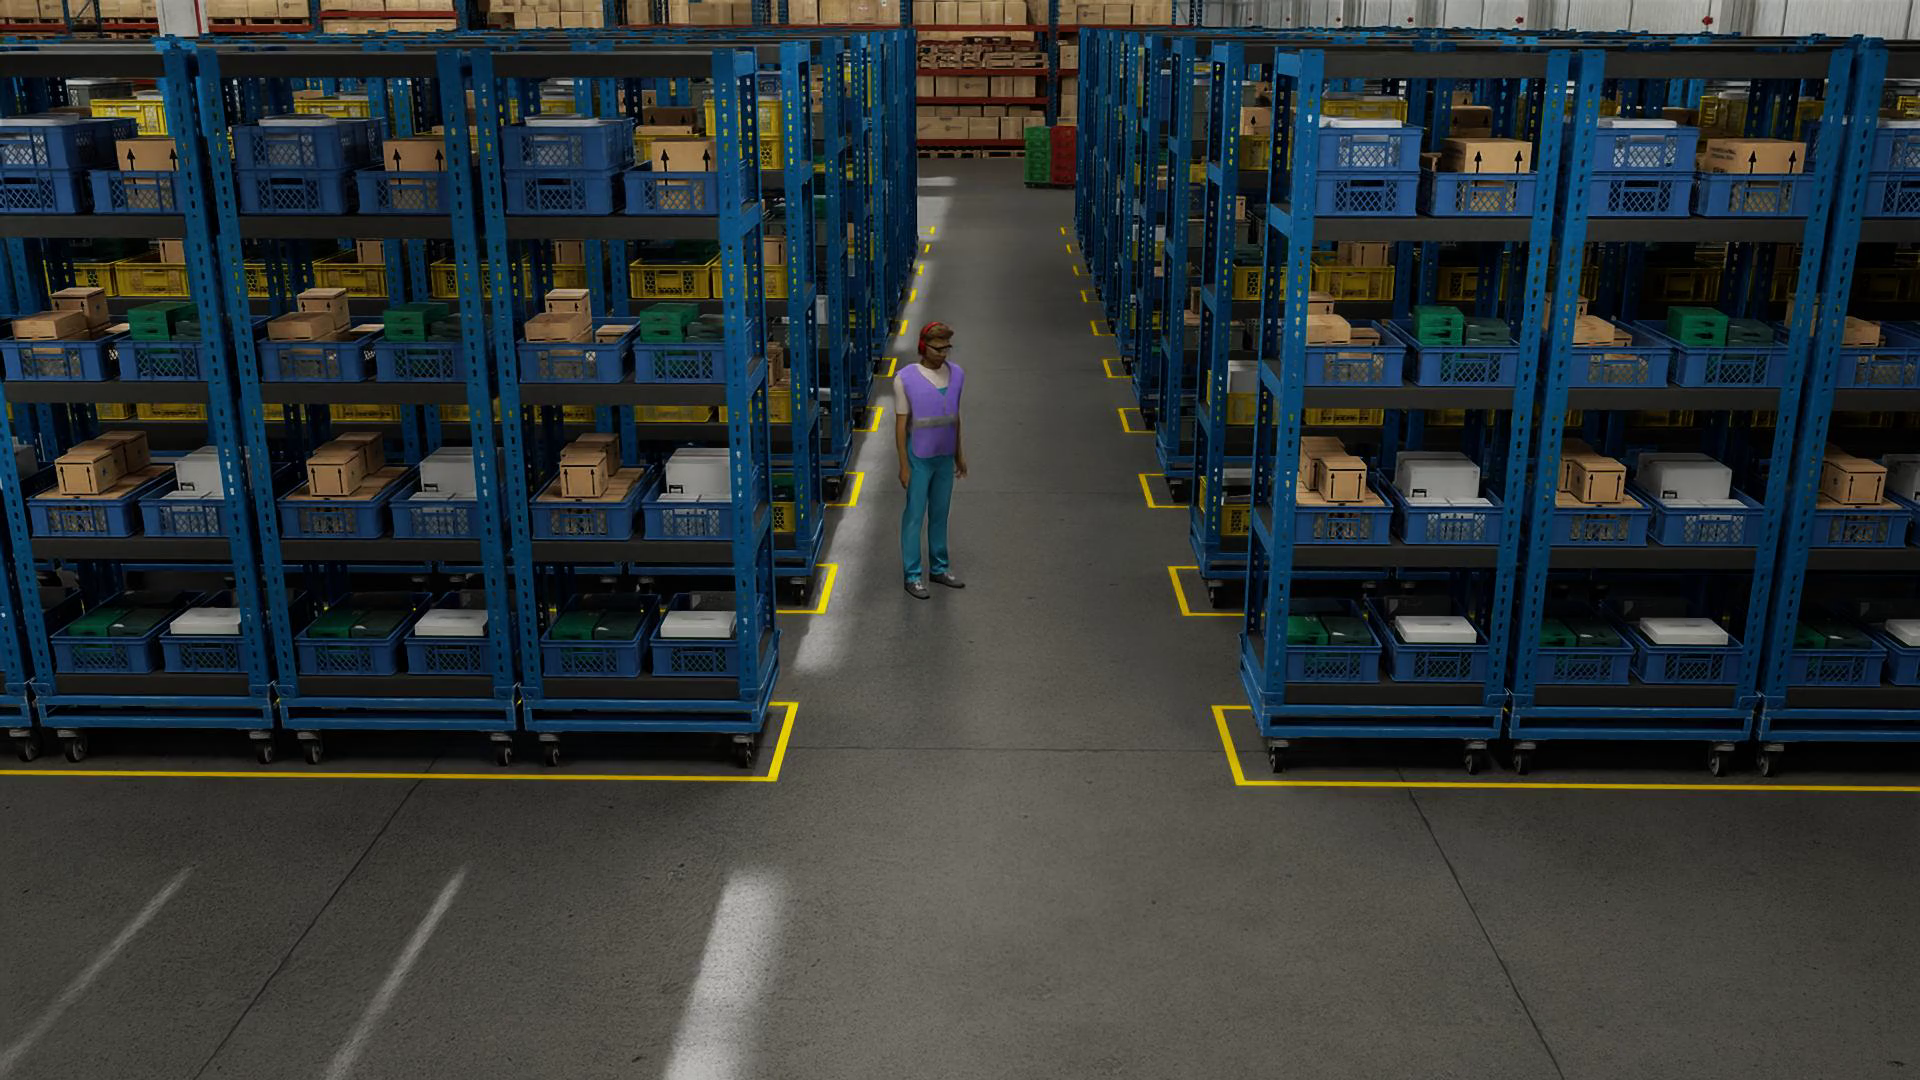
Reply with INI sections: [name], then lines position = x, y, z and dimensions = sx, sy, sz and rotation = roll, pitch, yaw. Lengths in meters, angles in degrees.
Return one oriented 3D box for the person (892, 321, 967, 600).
[person]
position = -0.201, -0.544, 11.083
dimensions = 0.565, 1.840, 0.390
rotation = -15, 23, -40
